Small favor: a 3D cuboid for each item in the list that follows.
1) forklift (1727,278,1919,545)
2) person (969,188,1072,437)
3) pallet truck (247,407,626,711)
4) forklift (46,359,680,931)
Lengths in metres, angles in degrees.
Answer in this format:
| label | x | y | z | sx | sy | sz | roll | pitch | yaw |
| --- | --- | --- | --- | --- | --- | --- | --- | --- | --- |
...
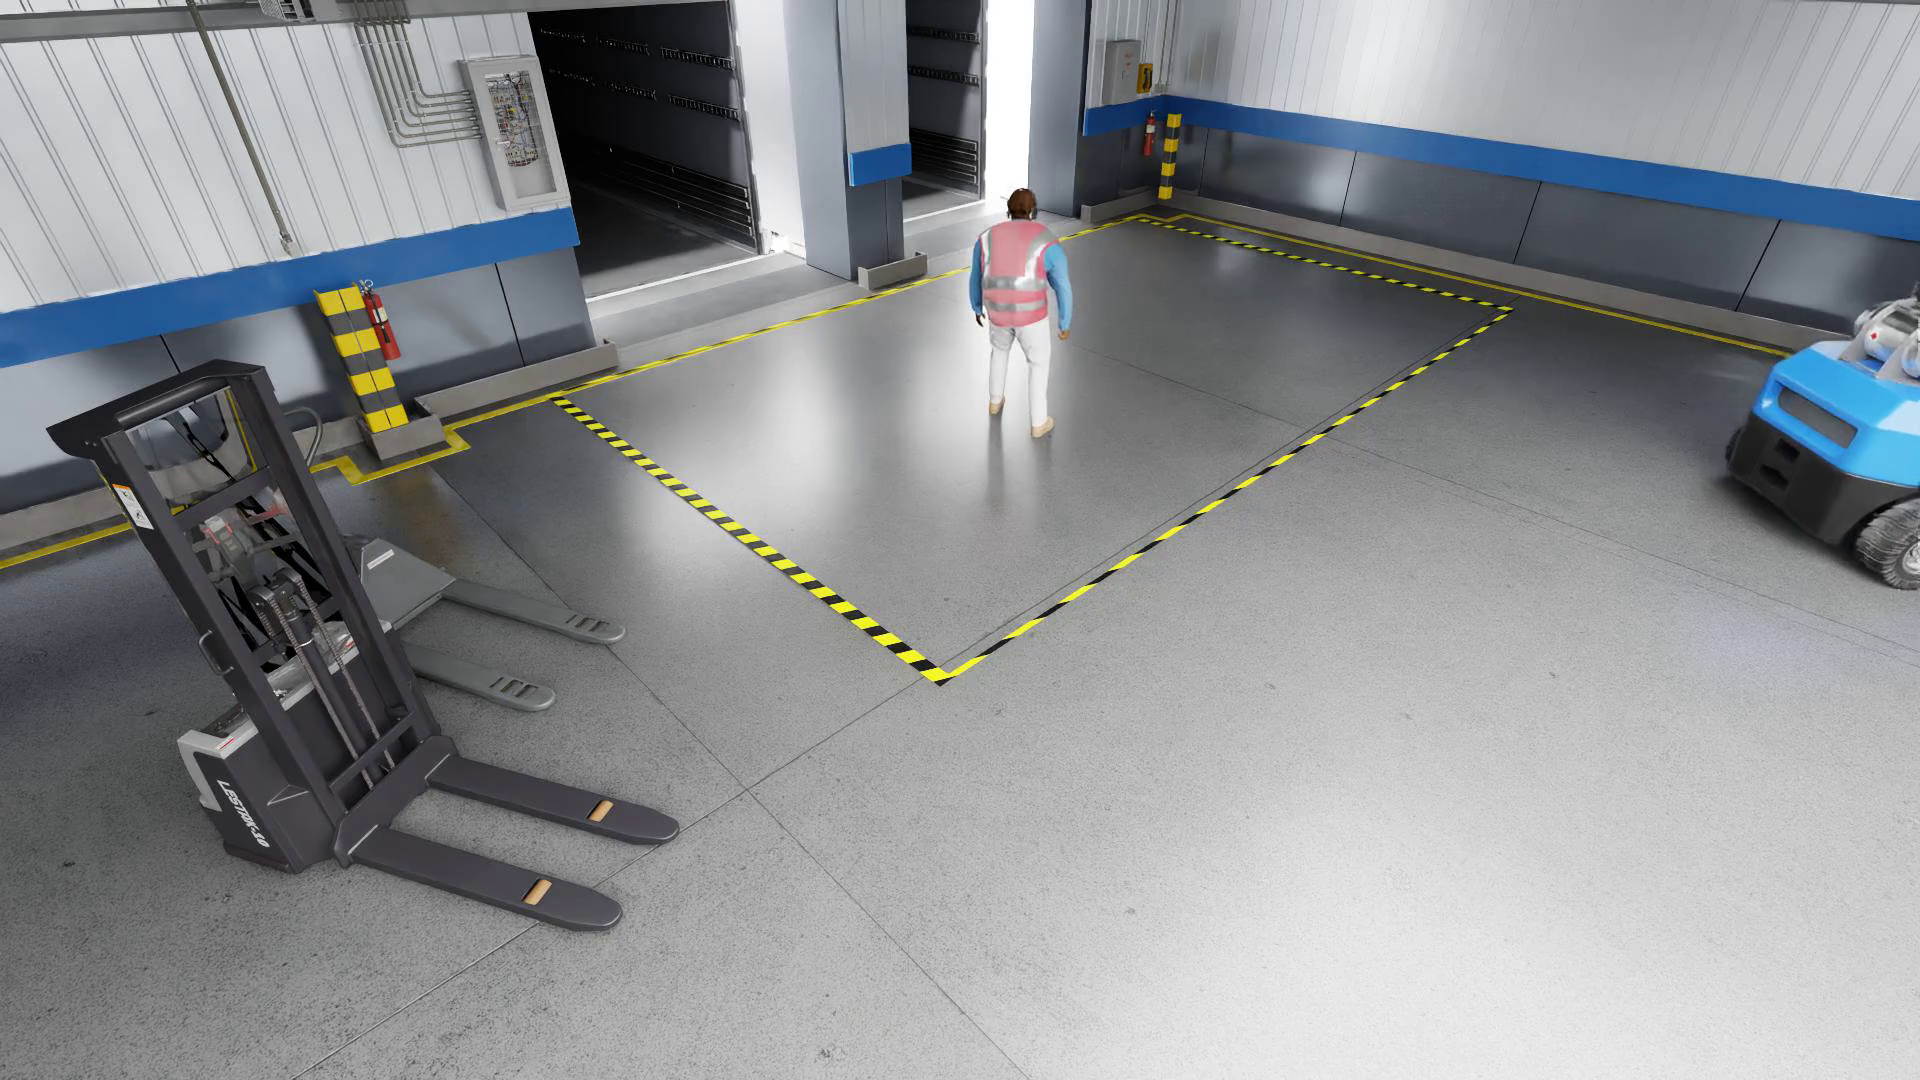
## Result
| label | x | y | z | sx | sy | sz | roll | pitch | yaw |
| --- | --- | --- | --- | --- | --- | --- | --- | --- | --- |
| forklift | 6.342 | -1.030 | 5.172 | 2.680 | 2.036 | 1.157 | 1 | 34 | 1 |
| person | 0.423 | -1.666 | 6.734 | 0.811 | 1.662 | 0.676 | 12 | 36 | 17 |
| pallet truck | -2.628 | 0.038 | 4.590 | 1.601 | 1.201 | 0.680 | 12 | 36 | 18 |
| forklift | -2.135 | 0.422 | 3.354 | 1.885 | 1.965 | 0.823 | 10 | 35 | 14 |
